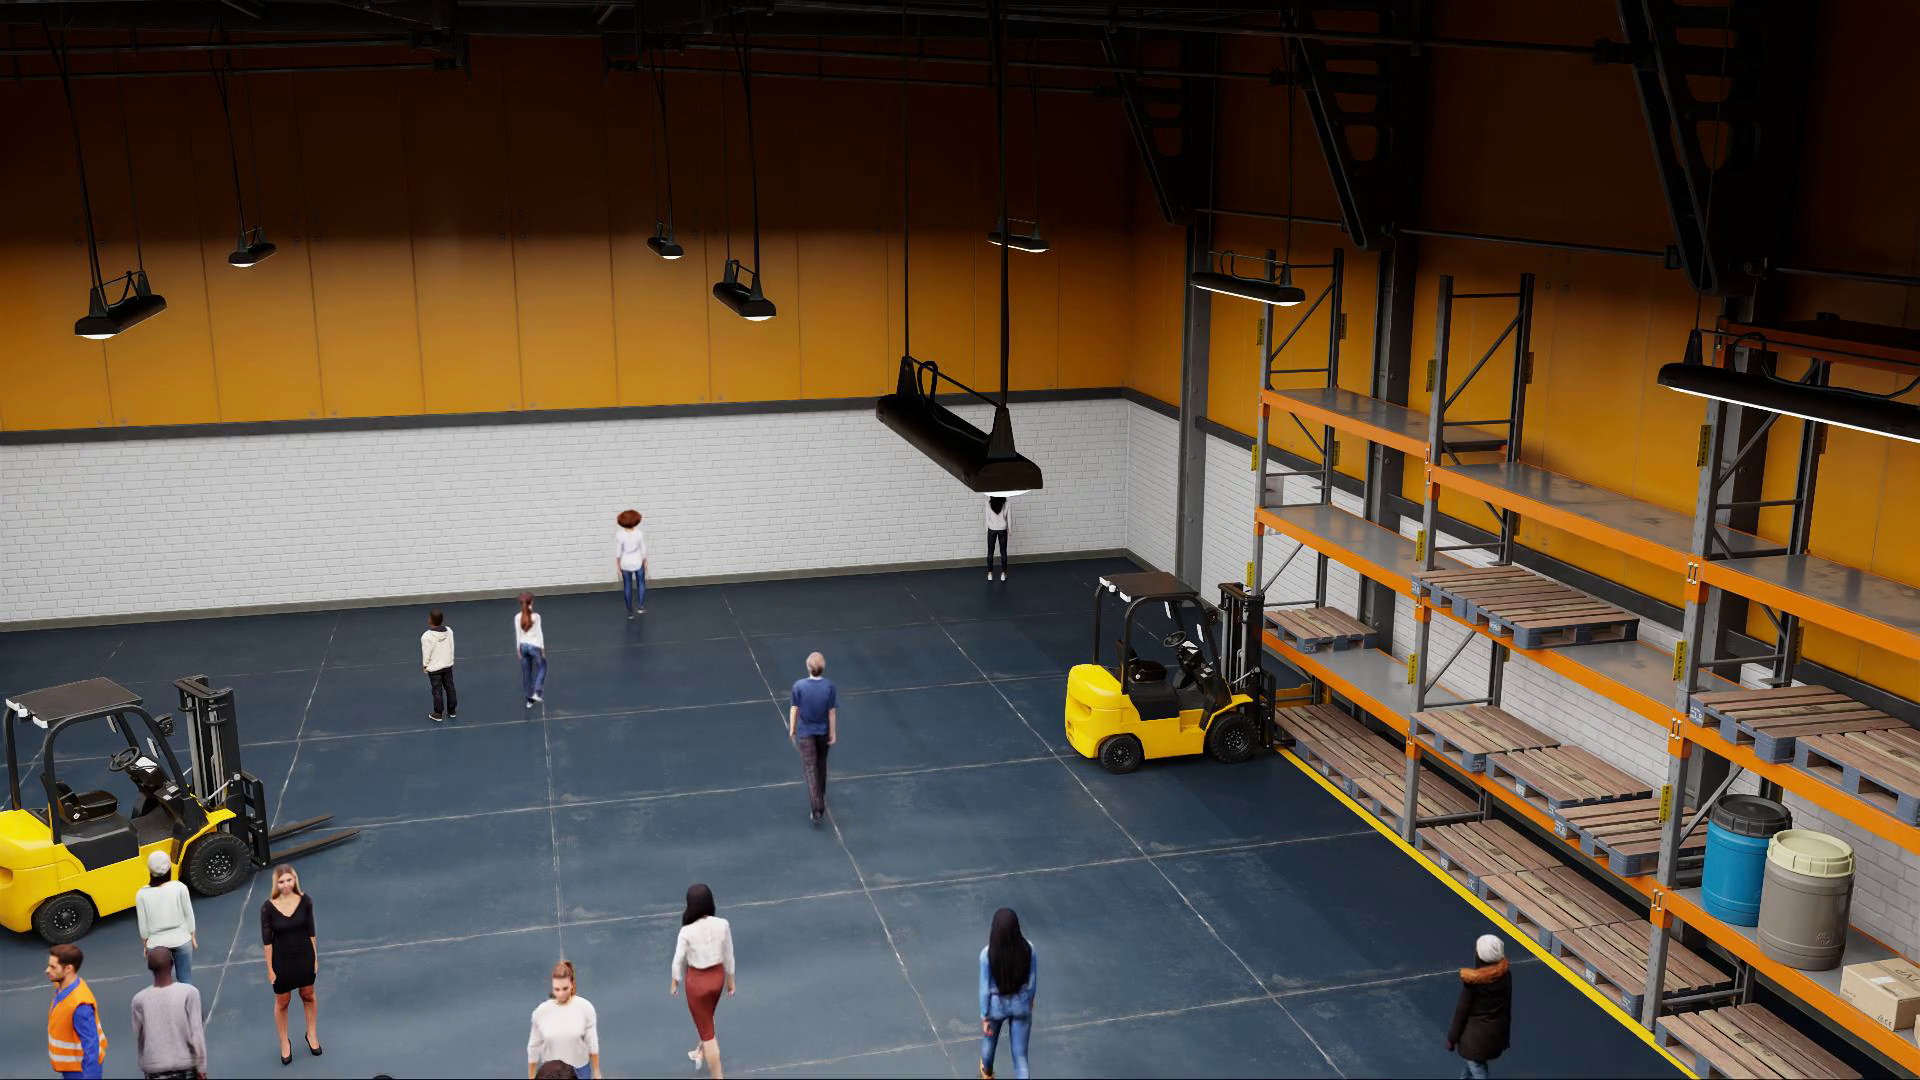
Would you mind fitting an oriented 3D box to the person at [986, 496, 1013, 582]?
[{"bbox_3d":[0.634,-0.164,28.170,0.666,1.701,0.642,1,14,2],"label":"person"}]

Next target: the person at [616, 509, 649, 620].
[{"bbox_3d":[-5.117,0.388,25.890,0.711,1.703,0.738,-2,14,-7],"label":"person"}]

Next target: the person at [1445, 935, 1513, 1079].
[{"bbox_3d":[3.906,3.730,12.319,0.766,1.594,1.077,-7,15,-25],"label":"person"}]

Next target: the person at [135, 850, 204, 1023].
[{"bbox_3d":[-6.580,3.336,13.837,0.594,1.645,0.543,-6,15,-22],"label":"person"}]

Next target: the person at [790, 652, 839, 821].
[{"bbox_3d":[-1.589,2.182,18.227,0.689,1.822,1.179,-4,14,-17],"label":"person"}]

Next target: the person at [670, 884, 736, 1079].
[{"bbox_3d":[-1.929,3.535,12.857,0.826,1.720,1.035,-10,17,-36],"label":"person"}]

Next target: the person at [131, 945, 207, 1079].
[{"bbox_3d":[-5.590,3.790,11.799,0.711,1.720,1.151,-6,15,-22],"label":"person"}]

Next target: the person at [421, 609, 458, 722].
[{"bbox_3d":[-6.692,1.599,21.412,0.655,1.455,0.667,-13,19,-43],"label":"person"}]

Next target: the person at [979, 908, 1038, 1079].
[{"bbox_3d":[0.395,3.640,12.540,0.714,1.664,1.207,-2,14,-8],"label":"person"}]

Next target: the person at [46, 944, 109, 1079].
[{"bbox_3d":[-6.234,3.715,11.806,0.848,1.864,0.724,-12,18,-42],"label":"person"}]

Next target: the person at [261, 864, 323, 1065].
[{"bbox_3d":[-5.406,3.410,13.463,0.599,1.677,0.561,-9,16,-33],"label":"person"}]

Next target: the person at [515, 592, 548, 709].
[{"bbox_3d":[-5.657,1.457,21.808,0.618,1.546,0.667,1,14,4],"label":"person"}]

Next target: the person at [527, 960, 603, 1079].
[{"bbox_3d":[-2.798,3.785,11.896,0.814,1.686,1.121,0,14,1],"label":"person"}]
